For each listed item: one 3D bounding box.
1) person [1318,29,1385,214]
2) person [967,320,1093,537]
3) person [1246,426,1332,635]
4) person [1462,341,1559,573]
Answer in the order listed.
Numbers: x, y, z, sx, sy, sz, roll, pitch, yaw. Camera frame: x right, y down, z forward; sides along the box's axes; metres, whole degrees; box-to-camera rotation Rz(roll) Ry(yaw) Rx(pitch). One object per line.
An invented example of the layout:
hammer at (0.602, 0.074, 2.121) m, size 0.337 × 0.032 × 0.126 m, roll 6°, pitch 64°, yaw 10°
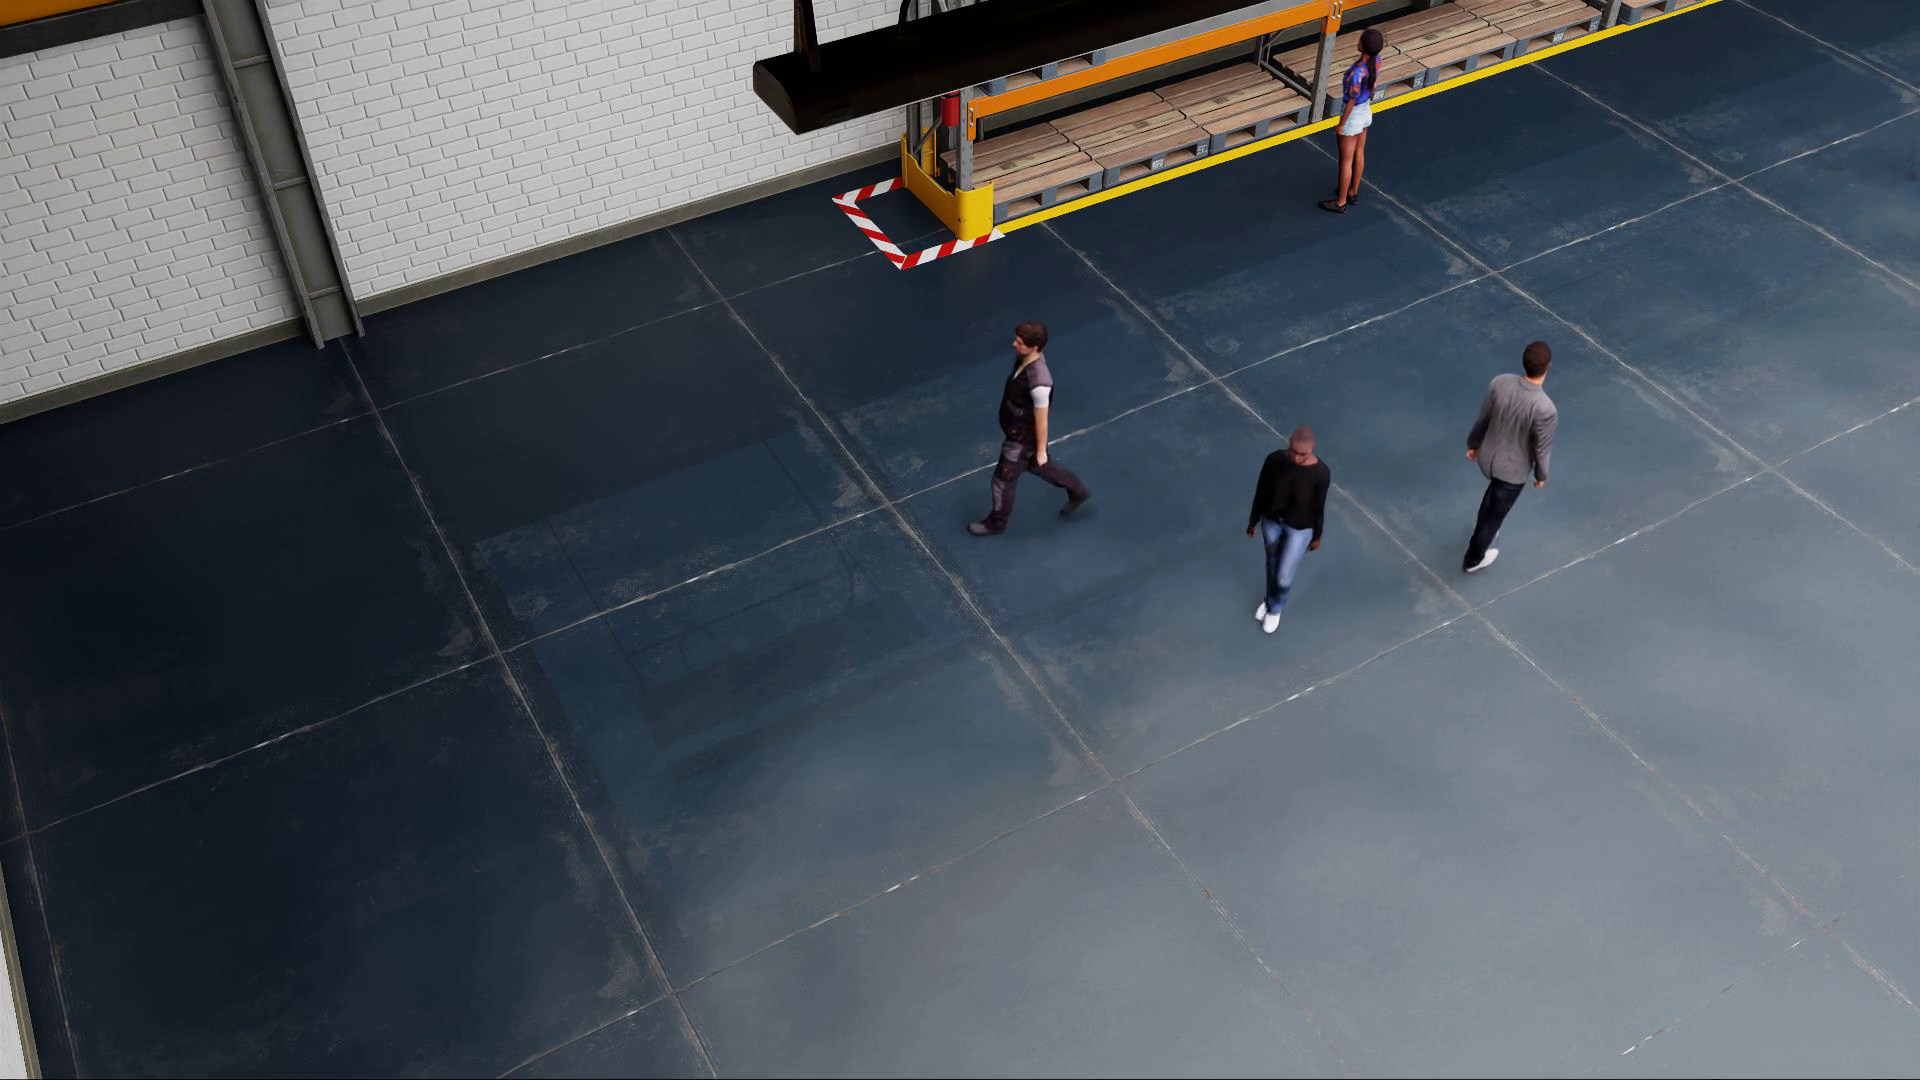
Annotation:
person at (3.499, -3.714, 14.711) m, size 0.710 × 1.741 × 0.564 m, roll 31°, pitch 52°, yaw 28°
person at (0.548, -0.776, 11.573) m, size 1.259 × 1.815 × 0.967 m, roll -5°, pitch 44°, yaw -5°
person at (2.192, -0.146, 10.973) m, size 0.749 × 1.731 × 0.783 m, roll 23°, pitch 48°, yaw 22°
person at (3.628, -0.487, 11.245) m, size 0.712 × 1.849 × 0.742 m, roll -25°, pitch 49°, yaw -24°
